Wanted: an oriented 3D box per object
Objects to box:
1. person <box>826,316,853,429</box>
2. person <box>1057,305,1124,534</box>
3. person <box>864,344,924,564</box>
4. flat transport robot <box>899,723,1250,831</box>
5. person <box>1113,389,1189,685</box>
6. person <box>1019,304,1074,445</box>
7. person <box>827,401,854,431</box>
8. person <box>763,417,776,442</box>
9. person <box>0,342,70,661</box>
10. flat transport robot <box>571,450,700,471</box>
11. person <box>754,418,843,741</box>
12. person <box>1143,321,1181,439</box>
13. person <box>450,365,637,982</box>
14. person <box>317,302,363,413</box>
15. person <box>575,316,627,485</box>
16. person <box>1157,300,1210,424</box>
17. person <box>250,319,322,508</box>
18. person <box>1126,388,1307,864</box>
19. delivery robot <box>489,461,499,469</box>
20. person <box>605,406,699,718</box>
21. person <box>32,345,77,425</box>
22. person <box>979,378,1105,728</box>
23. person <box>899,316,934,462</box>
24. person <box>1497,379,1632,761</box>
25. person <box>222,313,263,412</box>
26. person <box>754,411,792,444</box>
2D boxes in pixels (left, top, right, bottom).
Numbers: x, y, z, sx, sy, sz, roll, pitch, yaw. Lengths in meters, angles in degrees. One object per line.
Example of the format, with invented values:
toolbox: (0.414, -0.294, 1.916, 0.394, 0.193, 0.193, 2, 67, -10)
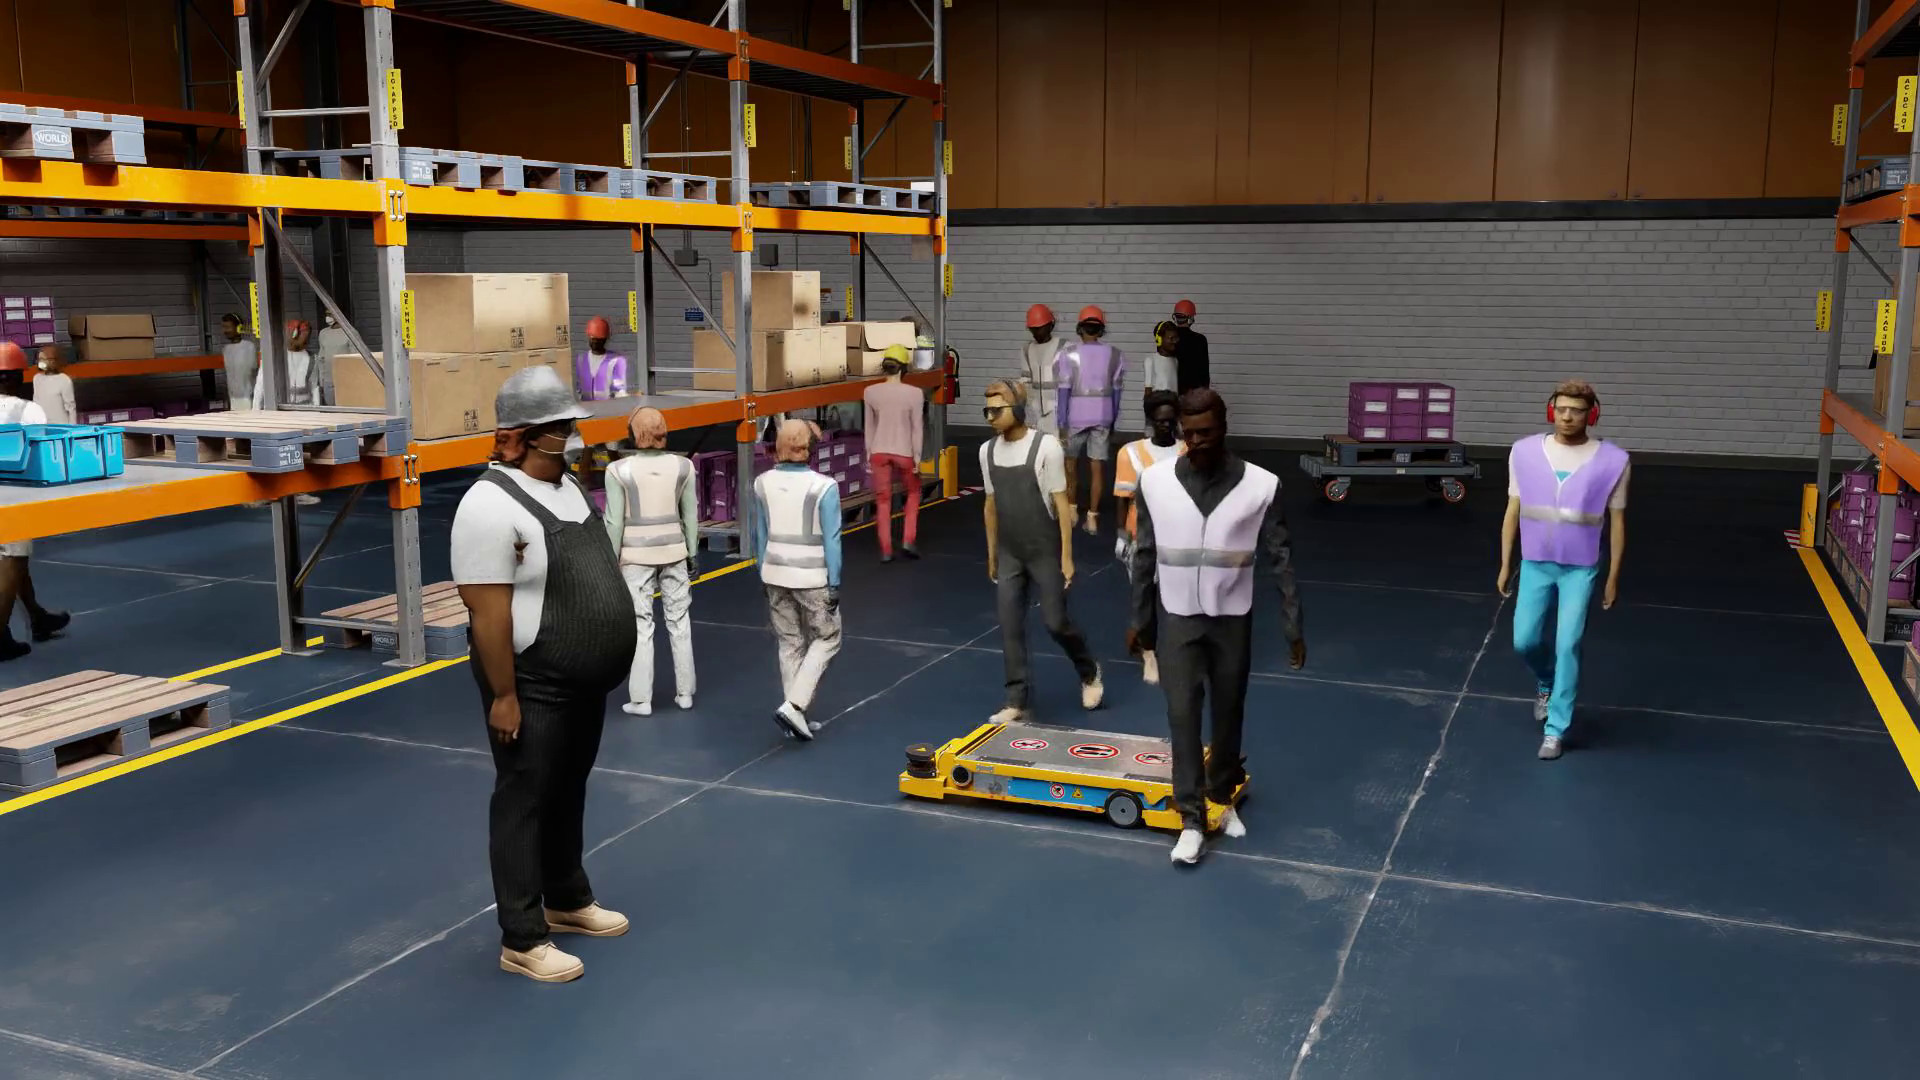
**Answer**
person: (-1.183, -1.643, 18.859, 0.639, 1.816, 0.719, 1, 9, 9)
person: (1.144, -1.074, 14.830, 0.616, 2.014, 0.700, -1, 9, -8)
person: (-0.522, -0.685, 13.280, 0.527, 1.752, 0.464, 2, 10, 14)
flat transport robot: (0.512, 1.023, 7.392, 1.431, 0.197, 0.652, 4, 10, 22)
person: (1.120, 0.000, 9.307, 0.544, 1.680, 0.495, 0, 9, 2)
person: (0.829, -1.235, 15.805, 0.657, 2.011, 0.570, 8, 12, 41)
person: (-1.278, -1.360, 17.838, 0.808, 1.584, 0.515, -6, 11, -34)
person: (-2.200, -1.816, 19.427, 0.584, 1.978, 0.657, 4, 10, 23)
person: (-5.736, -0.257, 10.209, 0.563, 1.898, 0.902, 2, 10, 14)
flat transport robot: (-3.658, -0.890, 18.983, 1.431, 0.197, 0.652, 4, 10, 22)
person: (-0.812, 0.212, 8.229, 0.513, 1.623, 0.396, 5, 11, 27)
person: (1.856, -1.075, 15.279, 0.310, 1.868, 0.533, 7, 12, 38)
person: (-1.357, 0.433, 5.619, 0.539, 2.000, 0.688, 2, 10, 13)
person: (-7.428, -1.878, 19.930, 0.636, 1.939, 0.362, 4, 10, 22)
person: (-3.443, -1.163, 15.757, 0.552, 1.881, 1.004, 3, 10, 15)
person: (2.468, -1.652, 18.392, 0.611, 1.995, 0.375, 5, 10, 26)
person: (-6.642, -1.231, 16.309, 0.745, 1.857, 0.358, -9, 13, -43)
person: (1.029, 0.342, 6.669, 0.737, 1.874, 0.883, 2, 10, 10)
delivery robot: (-4.566, -0.793, 17.255, 0.477, 0.478, 0.707, 3, 10, 20)
person: (-1.616, 0.116, 8.756, 0.523, 1.638, 0.310, -6, 11, -31)
person: (-8.733, -1.094, 16.152, 0.508, 1.613, 0.642, 5, 11, 27)
person: (0.414, 0.060, 8.624, 0.571, 1.821, 0.692, 7, 12, 37)
person: (-0.523, -1.602, 18.655, 0.524, 1.808, 0.713, 0, 9, -2)
person: (2.942, 0.123, 8.118, 0.579, 1.833, 0.605, 6, 11, 32)
person: (-7.798, -1.540, 18.129, 0.549, 1.858, 0.479, 5, 10, 26)
person: (-2.074, -1.483, 17.917, 0.620, 1.801, 0.753, 6, 11, 32)
